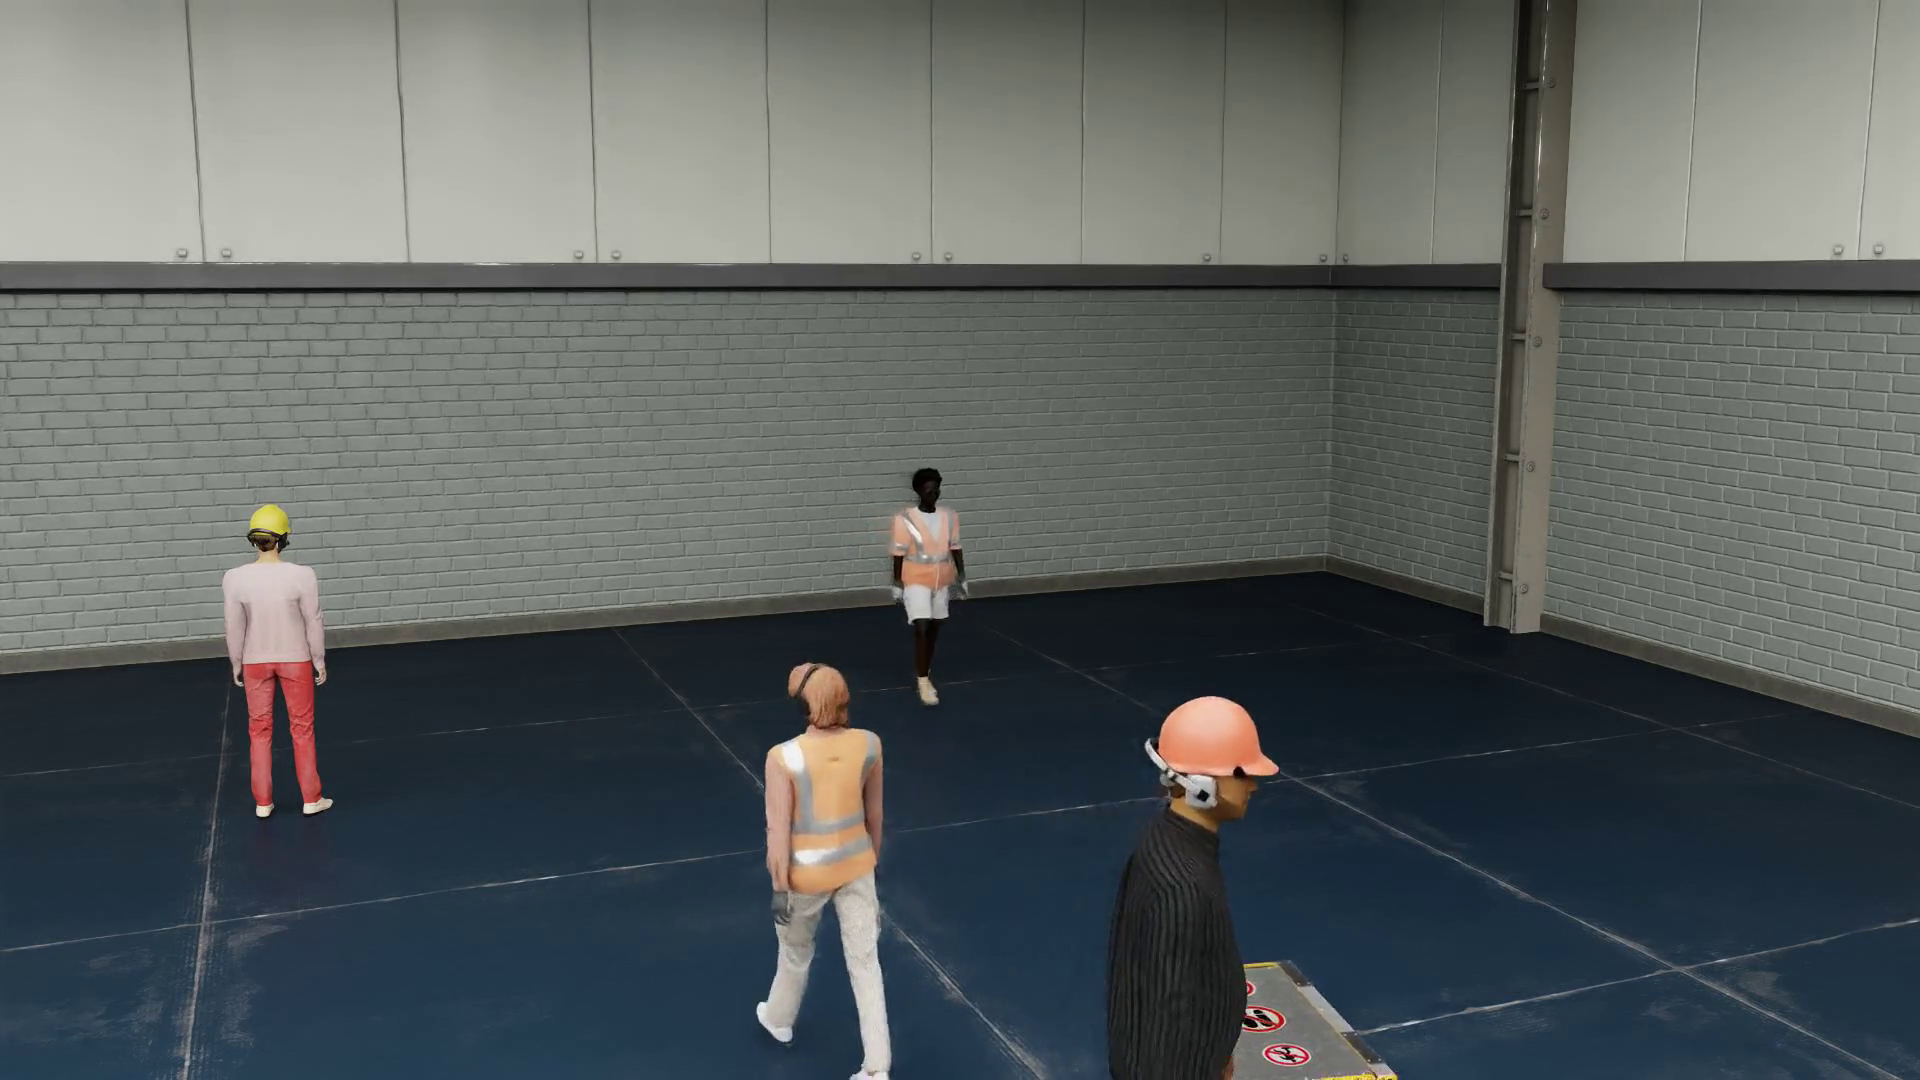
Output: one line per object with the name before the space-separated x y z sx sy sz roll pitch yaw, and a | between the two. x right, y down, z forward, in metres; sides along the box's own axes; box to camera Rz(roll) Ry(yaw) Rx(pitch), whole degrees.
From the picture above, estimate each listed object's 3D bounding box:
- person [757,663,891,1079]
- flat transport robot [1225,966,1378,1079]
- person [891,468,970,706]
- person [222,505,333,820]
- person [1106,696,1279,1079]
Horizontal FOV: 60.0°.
person | -0.510 1.246 6.279 0.538 1.592 0.882 -6 11 -32
flat transport robot | 1.138 1.916 6.224 0.652 0.197 1.431 -2 9 -10
person | -0.176 0.331 11.796 0.538 1.674 0.688 -6 11 -33
person | -3.806 0.683 9.283 0.523 1.769 0.315 -1 9 -7
person | 0.694 1.371 4.312 0.776 1.967 0.654 1 9 4
